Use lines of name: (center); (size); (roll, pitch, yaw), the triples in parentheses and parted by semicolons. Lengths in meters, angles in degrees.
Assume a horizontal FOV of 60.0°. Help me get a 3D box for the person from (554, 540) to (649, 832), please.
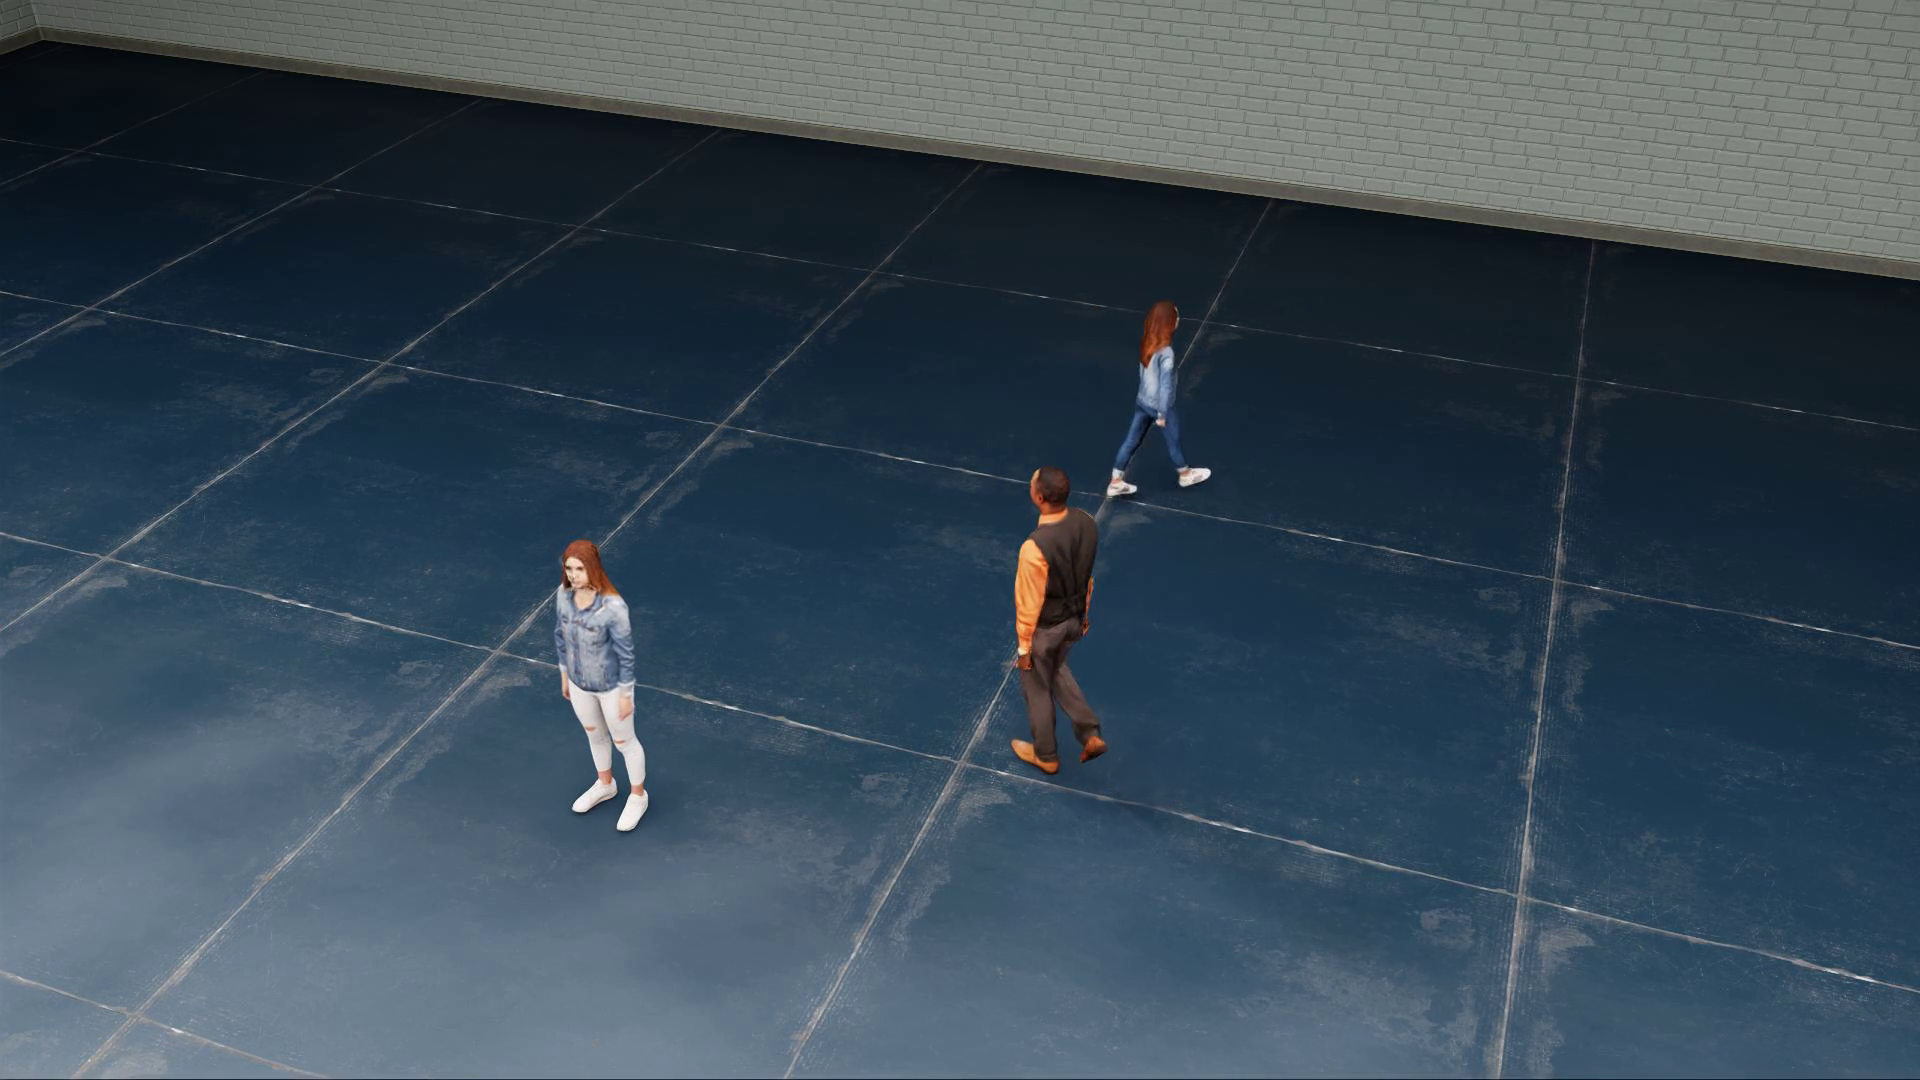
person: (-1.823, 0.719, 8.465); (0.647, 1.703, 0.557); (16, 36, 24)

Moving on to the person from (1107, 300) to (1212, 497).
person: (1.250, -0.909, 11.212); (1.028, 1.438, 0.995); (-12, 35, -17)

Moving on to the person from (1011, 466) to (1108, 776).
person: (0.554, 0.489, 8.643); (0.930, 1.895, 0.950); (-28, 42, -36)
